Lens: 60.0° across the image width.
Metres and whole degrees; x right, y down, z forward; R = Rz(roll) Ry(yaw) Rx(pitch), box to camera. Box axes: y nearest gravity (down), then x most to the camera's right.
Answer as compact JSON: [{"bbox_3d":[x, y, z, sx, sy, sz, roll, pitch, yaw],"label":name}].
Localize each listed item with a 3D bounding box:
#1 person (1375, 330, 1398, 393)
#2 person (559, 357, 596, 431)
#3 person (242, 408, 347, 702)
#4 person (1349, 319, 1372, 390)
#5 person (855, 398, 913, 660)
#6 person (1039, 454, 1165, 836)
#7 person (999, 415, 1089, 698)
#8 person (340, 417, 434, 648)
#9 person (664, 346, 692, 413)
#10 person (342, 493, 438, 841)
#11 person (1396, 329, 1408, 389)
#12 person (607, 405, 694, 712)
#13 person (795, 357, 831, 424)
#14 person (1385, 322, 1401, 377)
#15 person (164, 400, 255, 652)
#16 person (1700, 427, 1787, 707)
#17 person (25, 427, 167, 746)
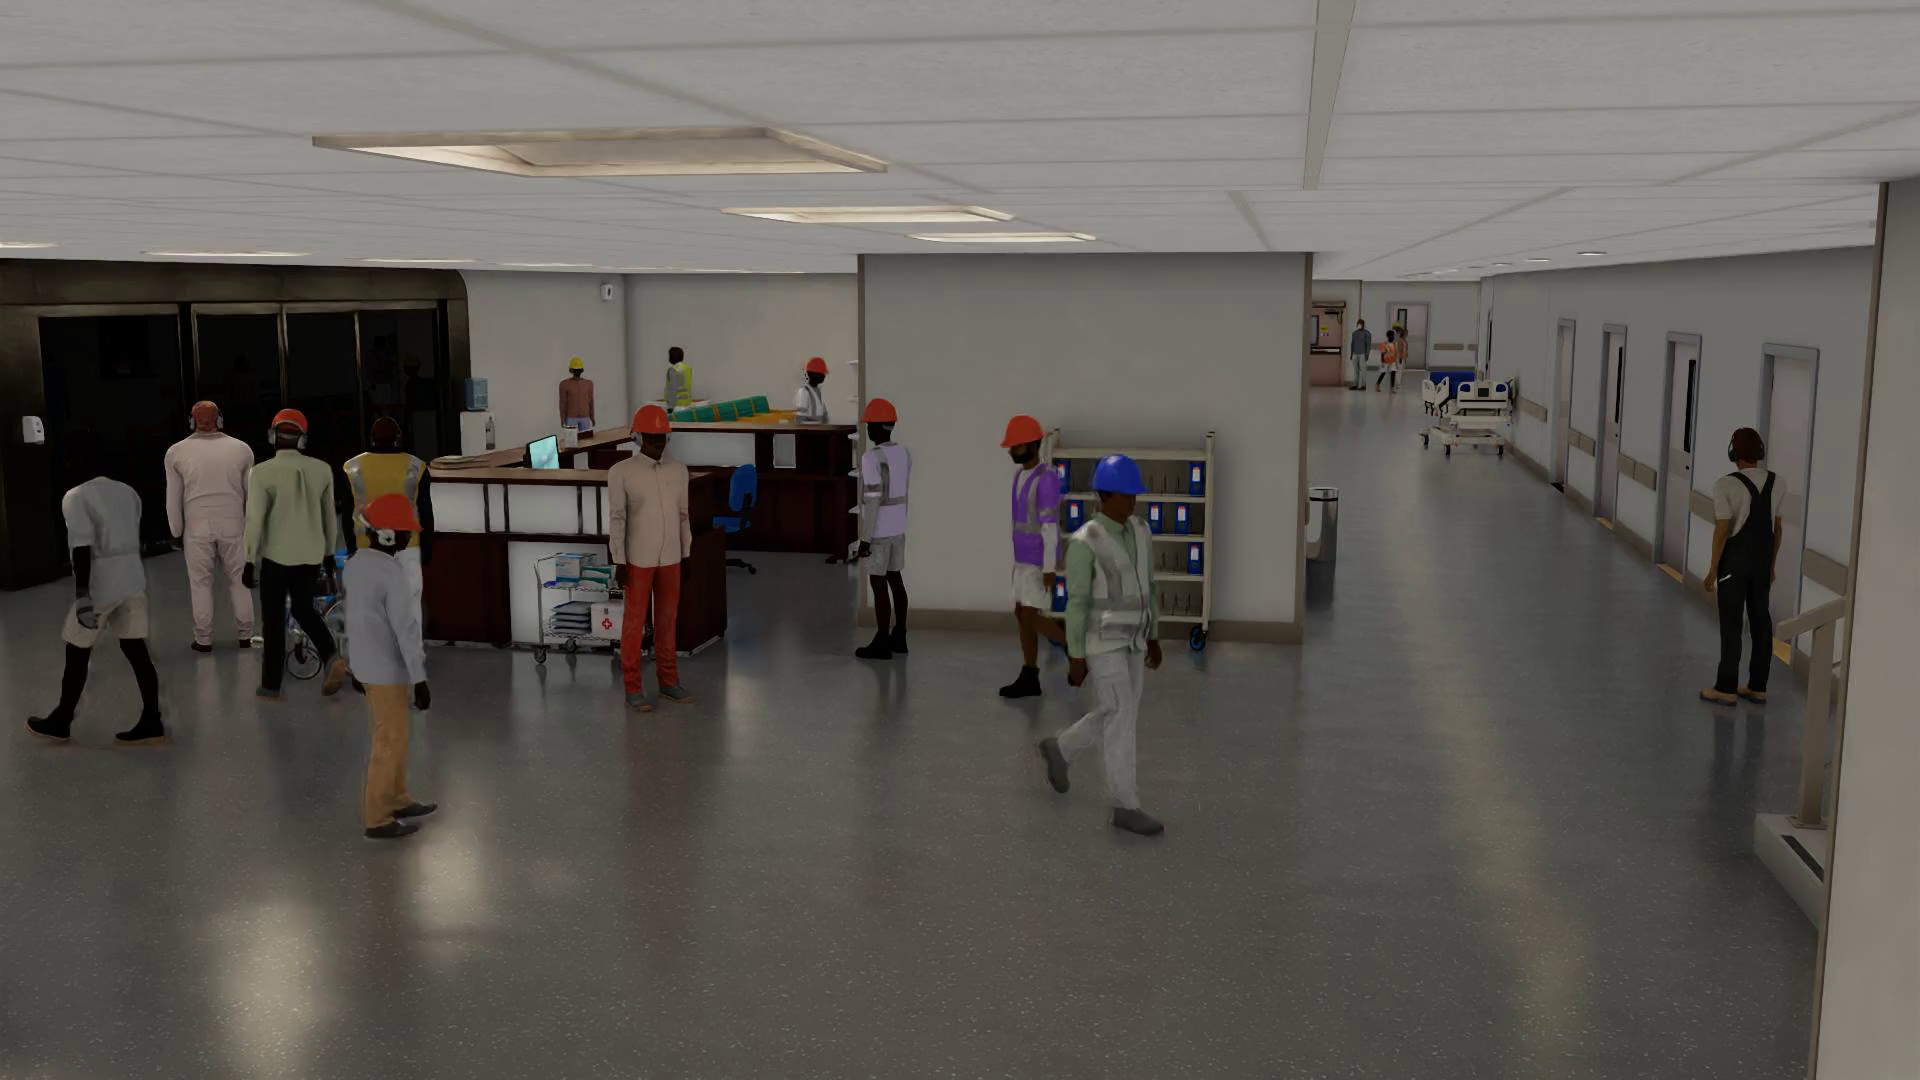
[{"bbox_3d":[11.313,-4.727,44.090,0.535,1.670,0.769,-3,9,-18],"label":"person"},{"bbox_3d":[-5.546,-1.771,24.148,0.533,1.767,0.326,-5,10,-32],"label":"person"},{"bbox_3d":[-4.395,0.112,11.041,0.653,1.951,0.695,6,10,34],"label":"person"},{"bbox_3d":[10.886,-5.042,45.278,0.364,1.939,0.636,-7,11,-38],"label":"person"},{"bbox_3d":[-0.587,-0.083,12.371,0.357,1.936,0.551,5,10,30],"label":"person"},{"bbox_3d":[0.729,0.502,8.553,0.820,1.920,0.607,7,11,39],"label":"person"},{"bbox_3d":[0.546,0.116,11.125,0.605,1.912,0.577,-3,9,-22],"label":"person"},{"bbox_3d":[-4.103,0.033,11.961,0.625,1.838,0.430,-3,9,-17],"label":"person"},{"bbox_3d":[-4.485,-2.151,26.429,0.429,1.843,0.631,2,9,15],"label":"person"},{"bbox_3d":[-2.803,0.626,8.366,0.624,1.731,0.581,-7,11,-40],"label":"person"},{"bbox_3d":[12.227,-5.000,45.984,0.314,1.640,0.516,5,10,29],"label":"person"},{"bbox_3d":[-2.010,0.112,10.892,0.608,1.995,0.376,-8,12,-44],"label":"person"},{"bbox_3d":[-1.757,-1.285,20.452,0.701,1.909,0.573,2,9,13],"label":"person"},{"bbox_3d":[13.600,-5.957,52.088,0.744,1.717,0.494,-3,9,-22],"label":"person"},{"bbox_3d":[-5.670,-0.107,12.638,0.651,1.904,0.403,-5,10,-32],"label":"person"},{"bbox_3d":[5.148,0.181,10.948,0.507,1.838,0.351,-1,9,-10],"label":"person"},{"bbox_3d":[-5.218,0.291,9.969,0.942,1.909,0.685,2,9,11],"label":"person"}]
